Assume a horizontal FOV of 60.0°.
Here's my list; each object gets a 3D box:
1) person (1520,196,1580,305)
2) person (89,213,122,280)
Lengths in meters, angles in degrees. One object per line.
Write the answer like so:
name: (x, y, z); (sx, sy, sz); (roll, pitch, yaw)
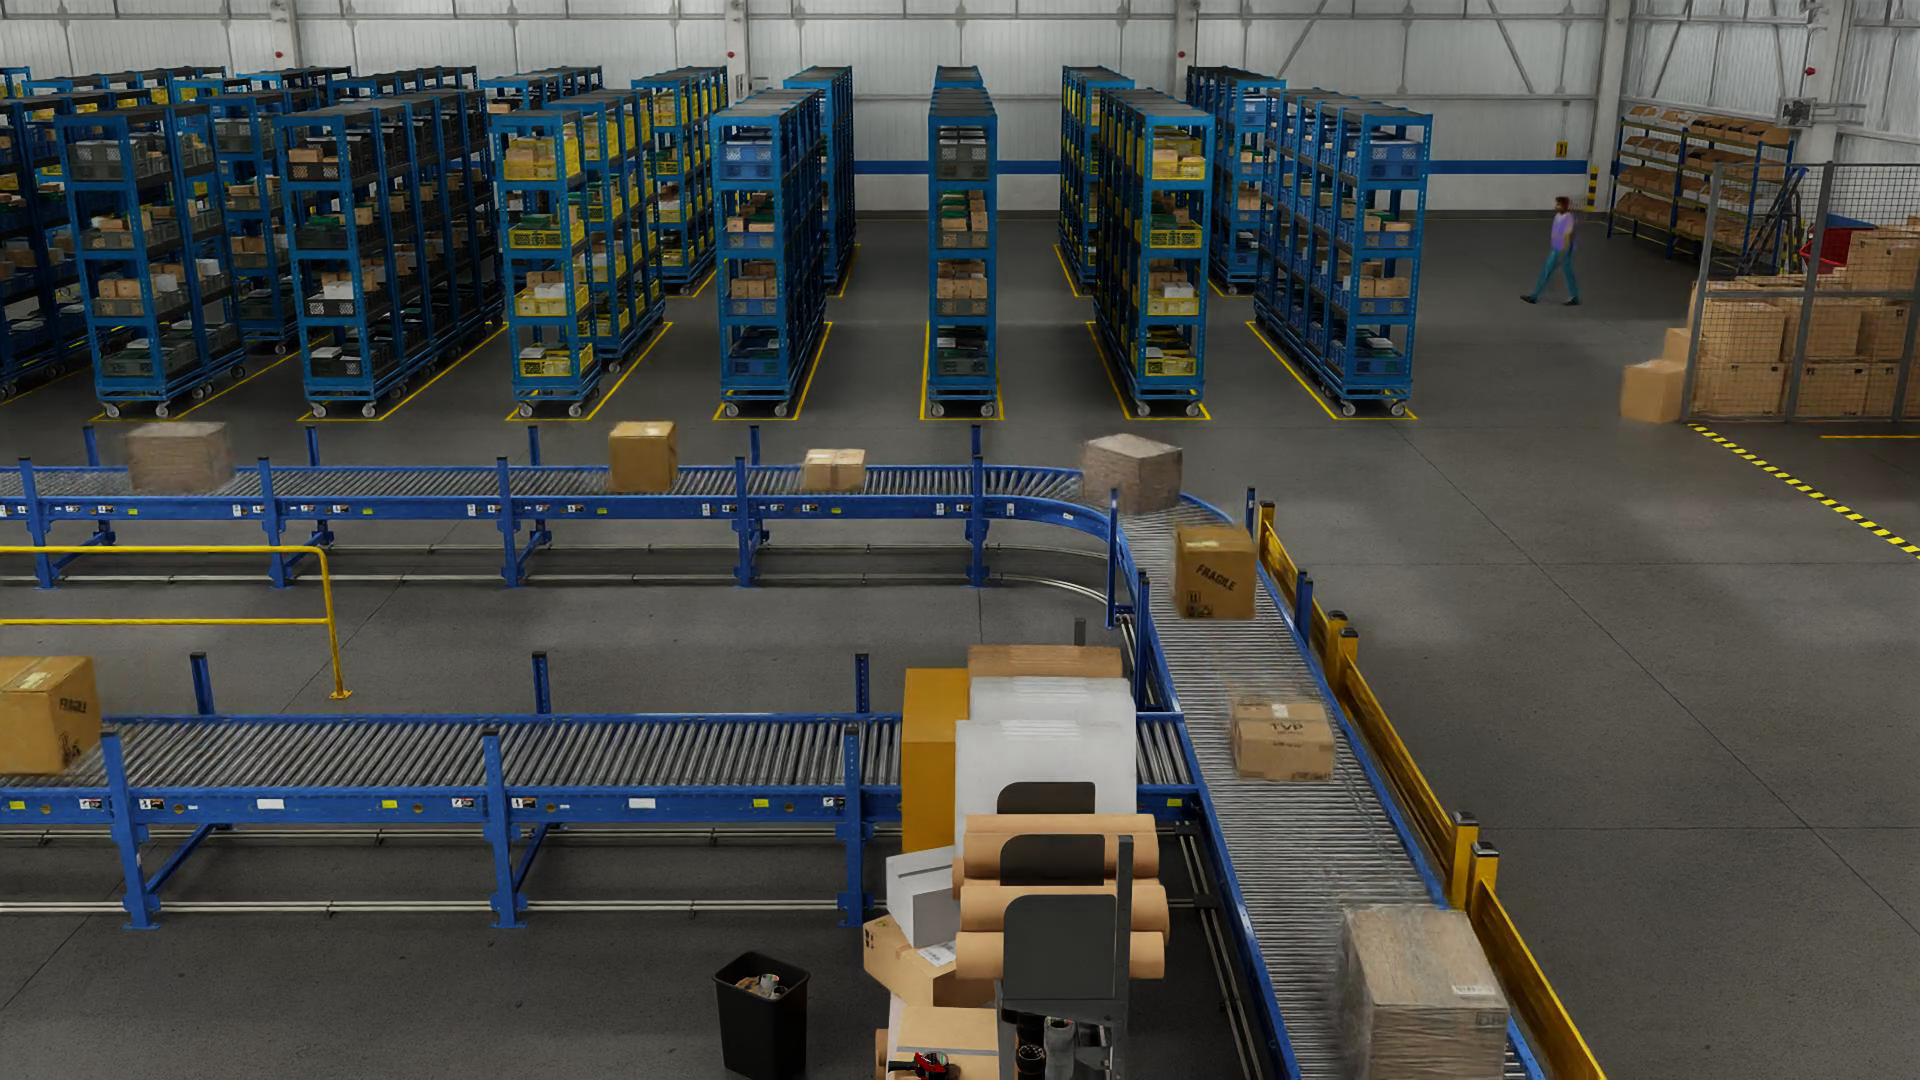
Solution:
person: (9.831, -4.739, 27.339); (1.002, 1.786, 0.586); (-3, 18, -9)
person: (-13.510, -4.484, 26.382); (0.782, 1.895, 0.643); (-16, 24, -41)
